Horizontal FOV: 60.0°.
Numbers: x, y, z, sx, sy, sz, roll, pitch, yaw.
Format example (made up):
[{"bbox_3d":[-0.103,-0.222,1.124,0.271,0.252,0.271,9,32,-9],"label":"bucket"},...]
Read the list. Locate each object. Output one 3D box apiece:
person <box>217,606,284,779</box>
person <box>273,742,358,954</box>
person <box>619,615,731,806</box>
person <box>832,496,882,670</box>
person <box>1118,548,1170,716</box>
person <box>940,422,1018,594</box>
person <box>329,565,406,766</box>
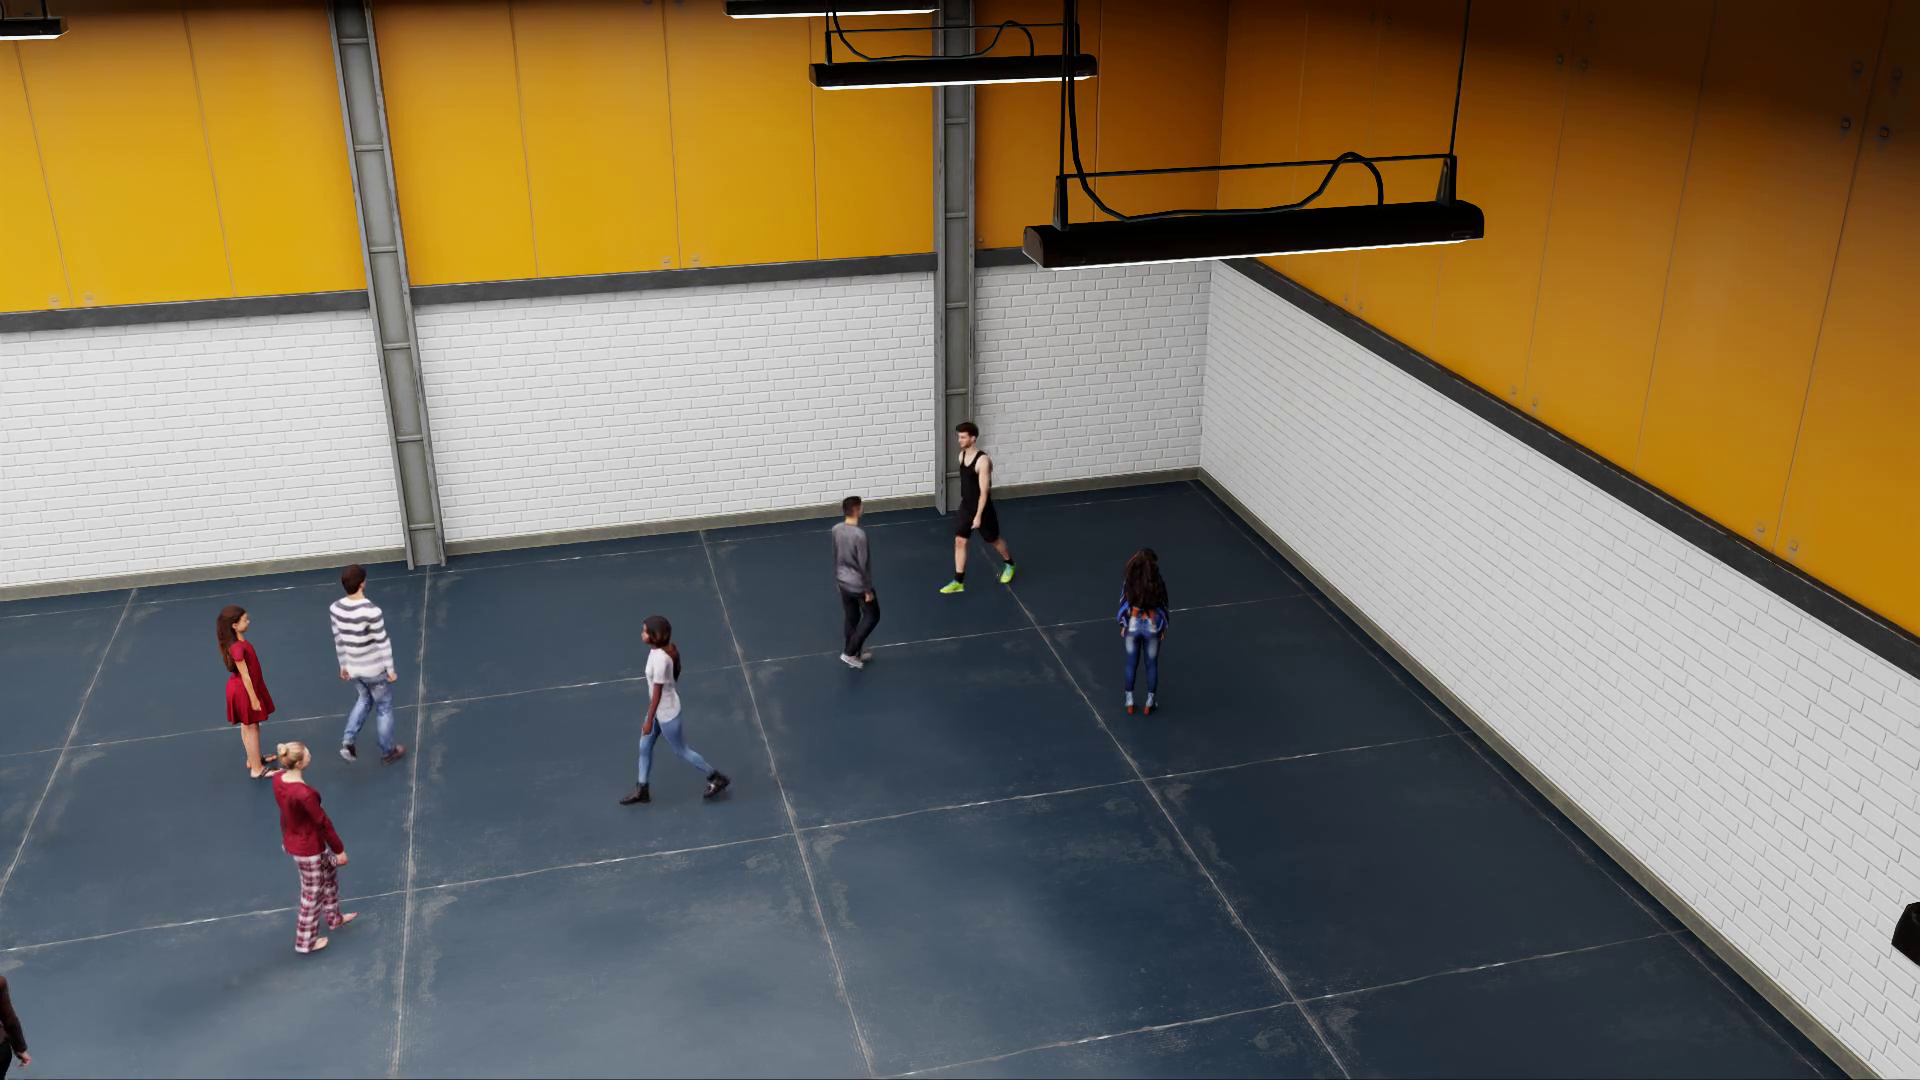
[{"bbox_3d":[-6.029,1.267,14.023,0.675,1.555,0.613,-14,27,-28],"label":"person"},{"bbox_3d":[-4.689,2.192,11.749,0.842,1.682,0.912,19,30,37],"label":"person"},{"bbox_3d":[-2.310,1.415,13.524,1.132,1.684,0.622,-7,25,-16],"label":"person"},{"bbox_3d":[-1.037,0.440,15.663,0.801,1.757,0.862,19,30,36],"label":"person"},{"bbox_3d":[1.647,0.812,14.987,0.645,1.617,0.757,5,24,12],"label":"person"},{"bbox_3d":[0.247,-0.338,17.330,1.031,1.848,1.291,20,31,38],"label":"person"},{"bbox_3d":[-5.059,1.118,14.018,0.895,1.834,0.937,9,25,20],"label":"person"}]
